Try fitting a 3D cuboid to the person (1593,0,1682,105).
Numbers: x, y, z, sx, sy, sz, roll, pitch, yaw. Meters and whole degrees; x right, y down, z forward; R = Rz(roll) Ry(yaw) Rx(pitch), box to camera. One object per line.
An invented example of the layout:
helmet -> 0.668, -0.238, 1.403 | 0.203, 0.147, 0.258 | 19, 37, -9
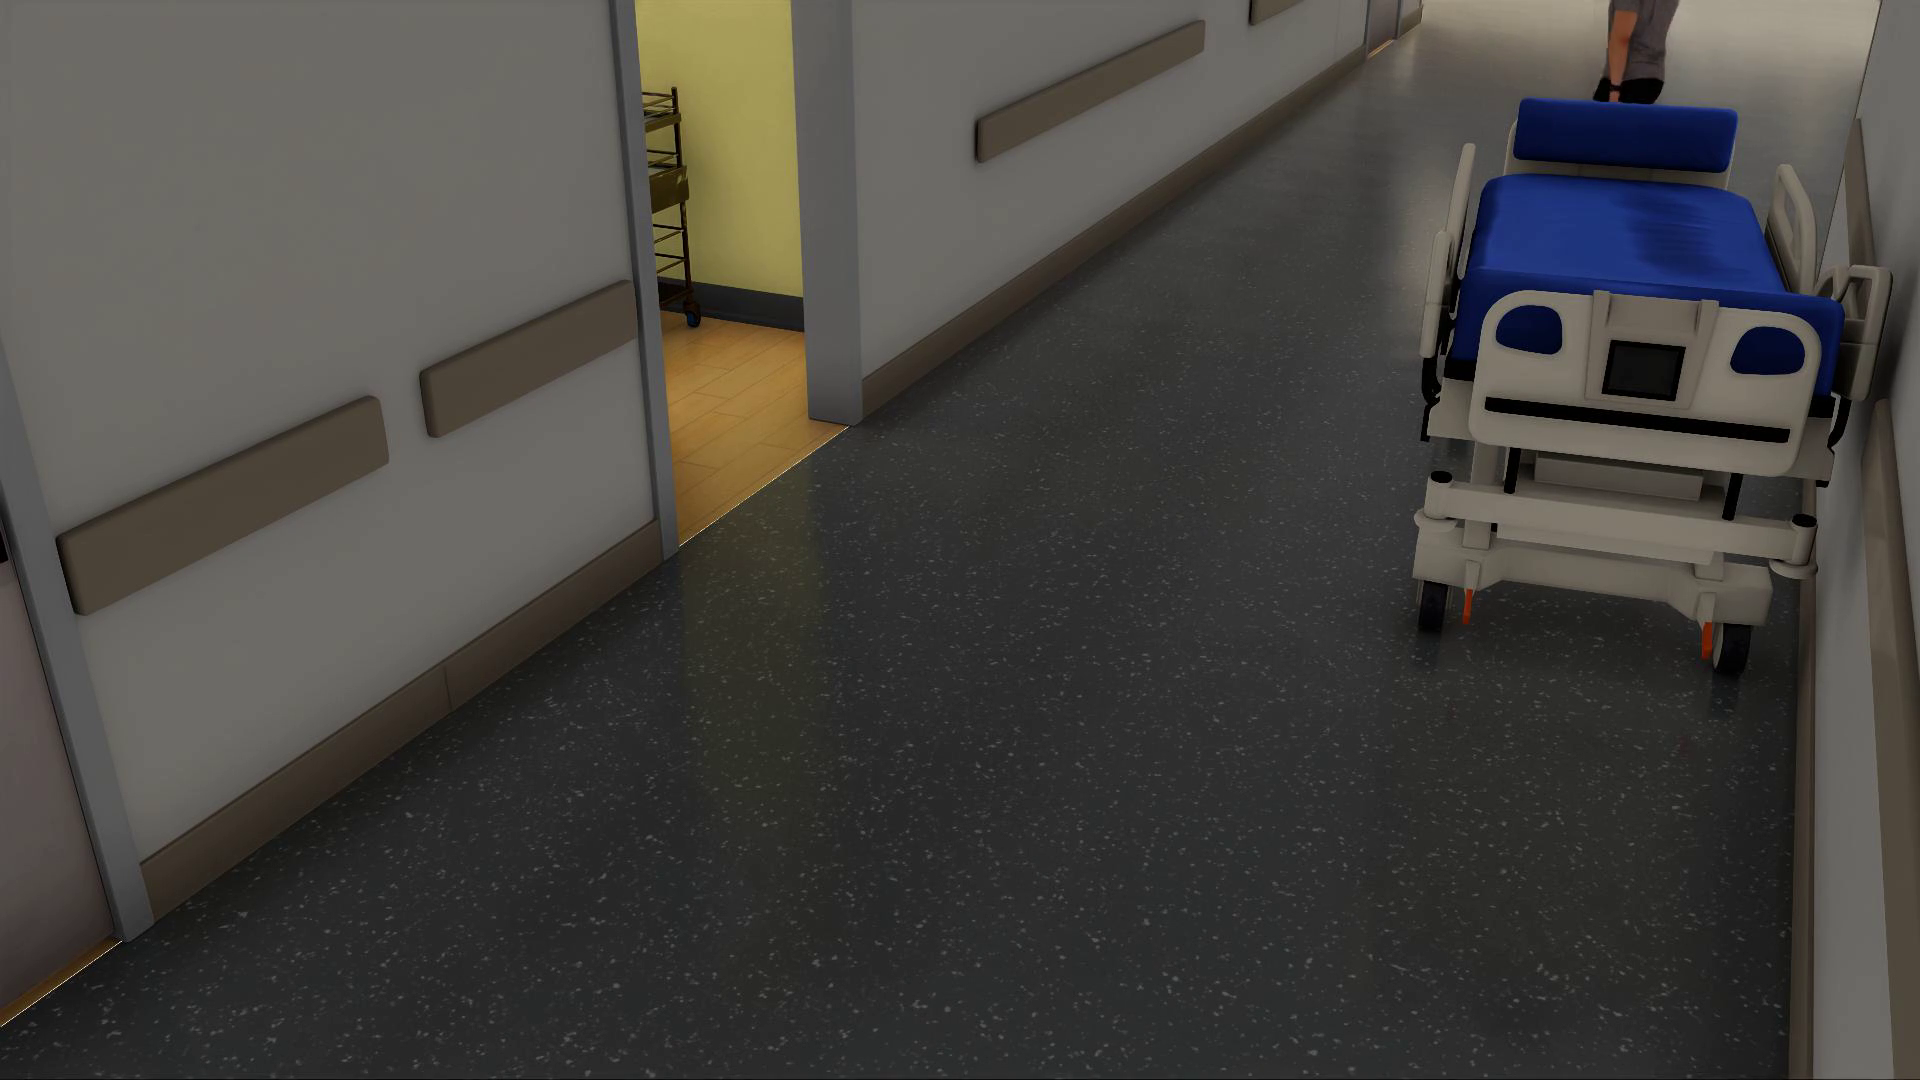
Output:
person -> 3.538, -2.376, 8.732 | 0.841, 1.676, 0.836 | 23, 34, 40
